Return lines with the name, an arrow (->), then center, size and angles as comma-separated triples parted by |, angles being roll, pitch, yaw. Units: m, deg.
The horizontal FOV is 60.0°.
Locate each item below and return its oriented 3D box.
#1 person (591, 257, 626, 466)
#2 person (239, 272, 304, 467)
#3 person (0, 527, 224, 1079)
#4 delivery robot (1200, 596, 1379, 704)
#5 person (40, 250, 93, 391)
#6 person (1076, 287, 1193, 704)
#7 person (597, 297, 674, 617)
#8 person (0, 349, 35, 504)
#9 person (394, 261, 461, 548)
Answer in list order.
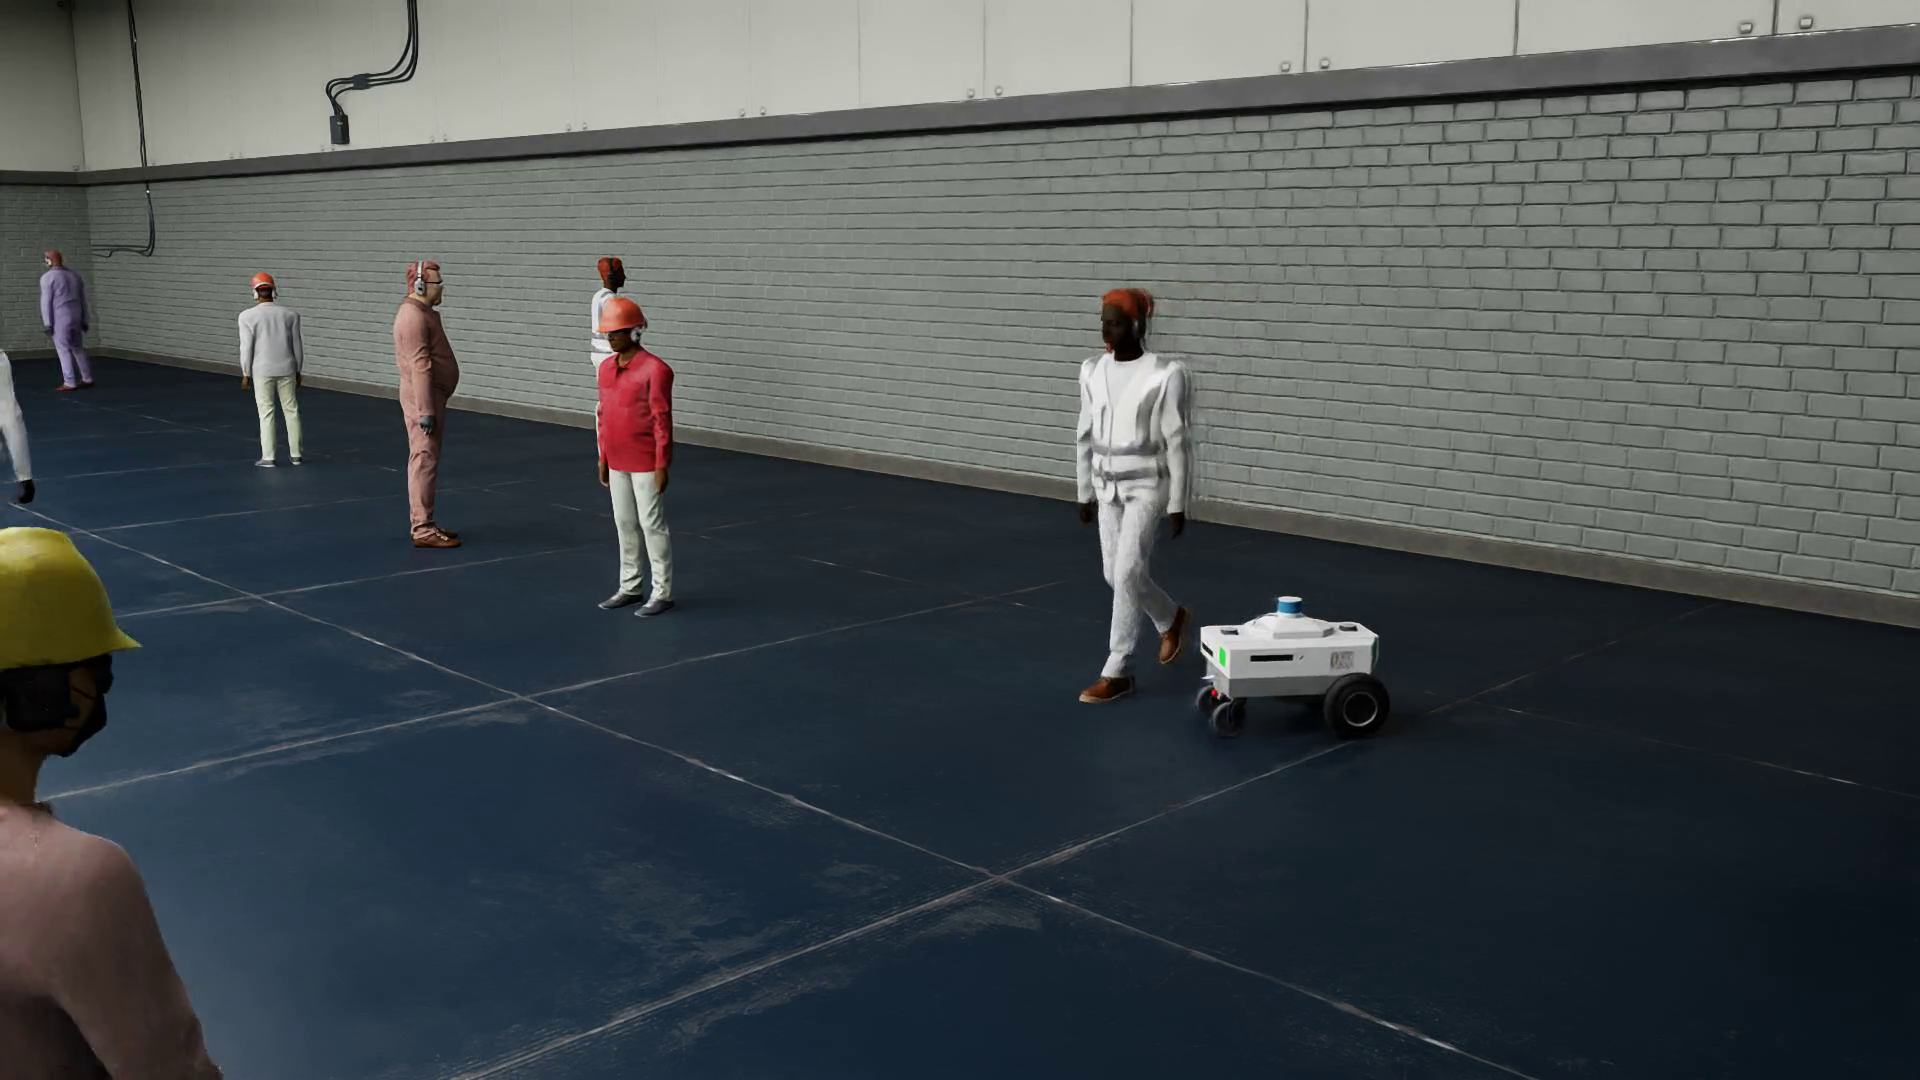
person -> -3.107, -1.575, 14.862 | 0.358, 1.883, 0.572 | -5, 11, -25
person -> -6.213, -1.533, 15.010 | 0.560, 1.743, 0.337 | -10, 14, -42
person -> -1.098, 0.843, 2.122 | 0.546, 1.725, 0.895 | 8, 13, 36
delivery robot -> 1.382, 0.481, 7.017 | 0.707, 0.478, 0.477 | -1, 11, -7
person -> -12.045, -2.944, 22.347 | 0.425, 1.883, 0.675 | 2, 11, 13
person -> 0.831, -0.224, 7.595 | 0.824, 1.860, 0.587 | -10, 14, -44
person -> -1.804, -0.452, 9.120 | 0.571, 1.743, 0.351 | 8, 13, 39
person -> -4.881, -0.347, 8.198 | 0.617, 1.867, 0.535 | 0, 10, 1
person -> -3.552, -0.904, 11.142 | 0.401, 1.906, 0.651 | -3, 11, -18
